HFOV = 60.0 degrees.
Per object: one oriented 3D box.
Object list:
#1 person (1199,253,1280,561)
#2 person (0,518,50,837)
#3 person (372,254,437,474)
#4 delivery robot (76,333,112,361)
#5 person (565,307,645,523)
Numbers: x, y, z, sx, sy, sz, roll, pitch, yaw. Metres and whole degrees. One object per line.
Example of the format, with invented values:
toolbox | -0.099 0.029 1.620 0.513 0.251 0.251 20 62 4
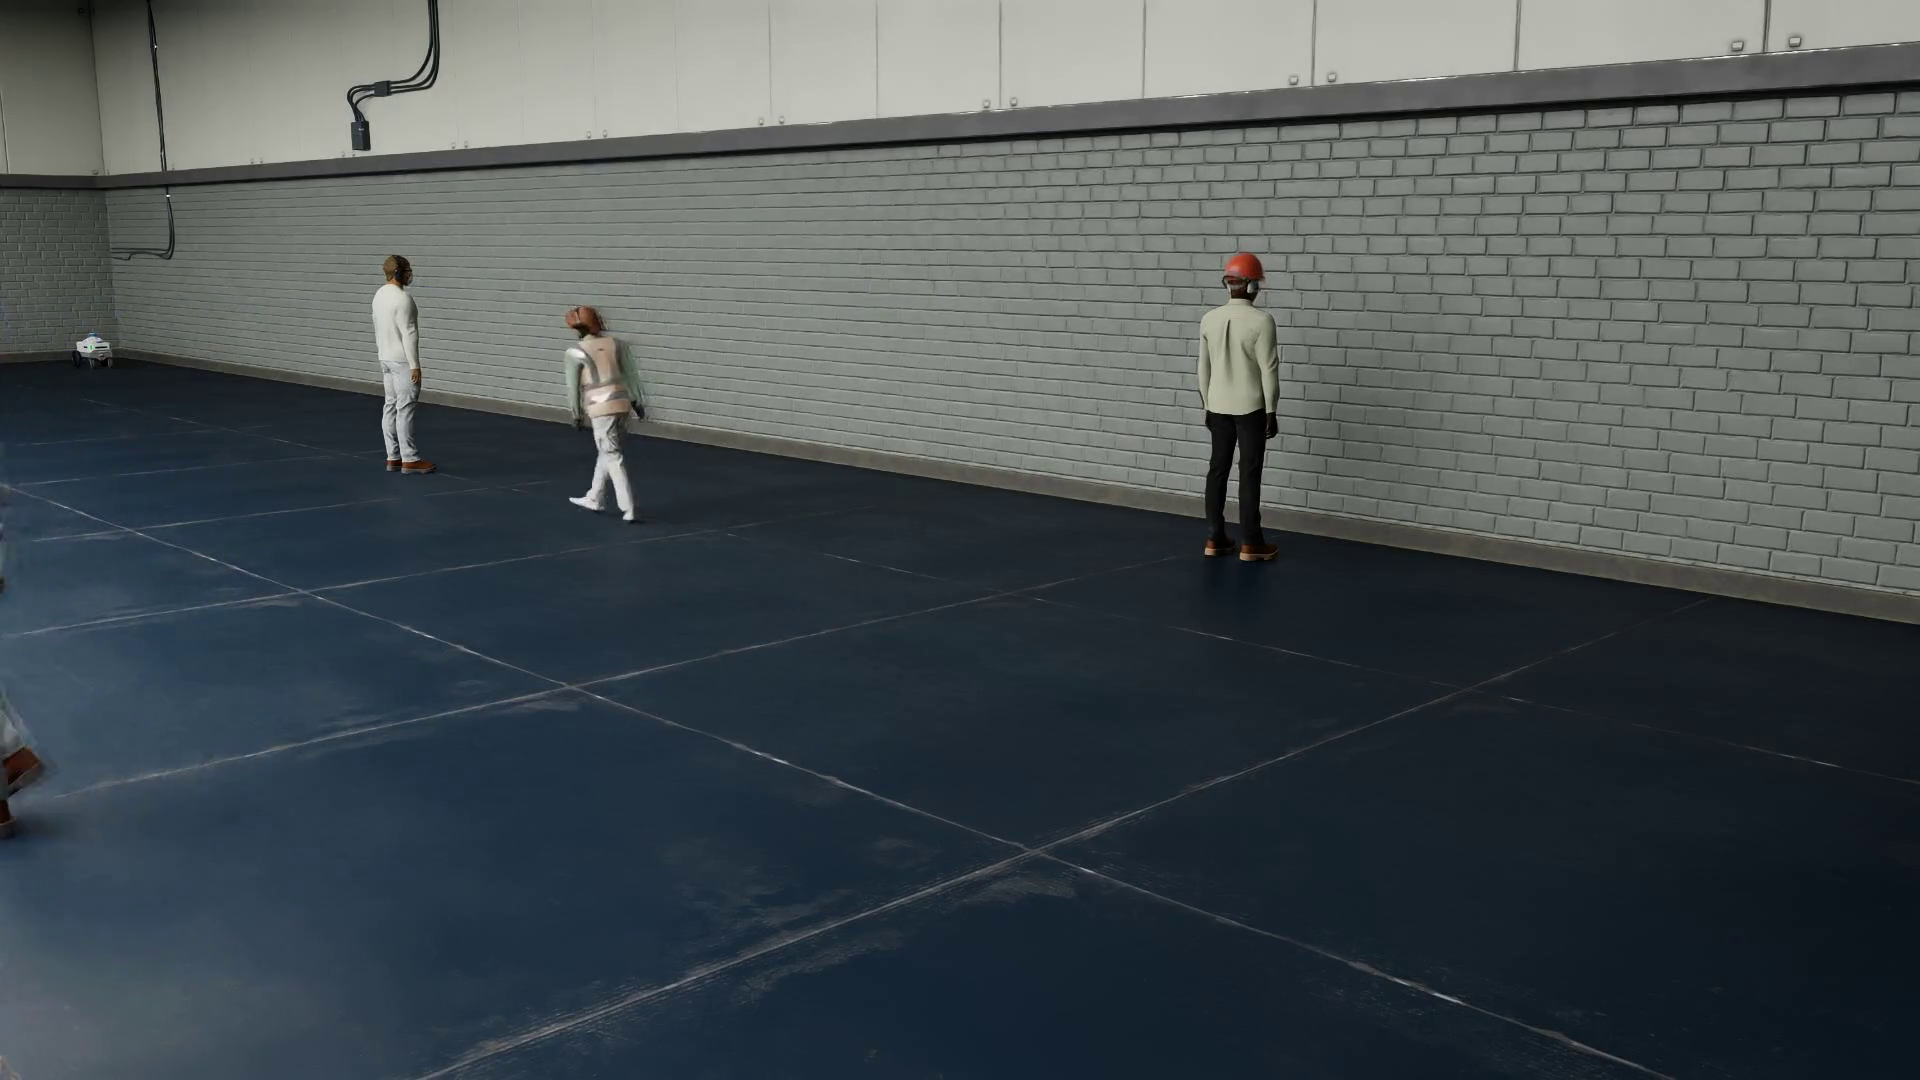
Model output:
person | 1.838 -0.873 10.912 0.375 1.996 0.608 -10 14 -43
person | -3.551 0.099 5.775 0.431 1.932 0.604 -3 11 -16
person | -5.007 -1.577 14.905 0.373 1.940 0.629 -10 14 -43
delivery robot | -13.955 -3.092 26.803 0.477 0.478 0.707 -10 14 -44
person | -2.665 -0.933 12.340 0.738 1.585 0.558 8 13 36
